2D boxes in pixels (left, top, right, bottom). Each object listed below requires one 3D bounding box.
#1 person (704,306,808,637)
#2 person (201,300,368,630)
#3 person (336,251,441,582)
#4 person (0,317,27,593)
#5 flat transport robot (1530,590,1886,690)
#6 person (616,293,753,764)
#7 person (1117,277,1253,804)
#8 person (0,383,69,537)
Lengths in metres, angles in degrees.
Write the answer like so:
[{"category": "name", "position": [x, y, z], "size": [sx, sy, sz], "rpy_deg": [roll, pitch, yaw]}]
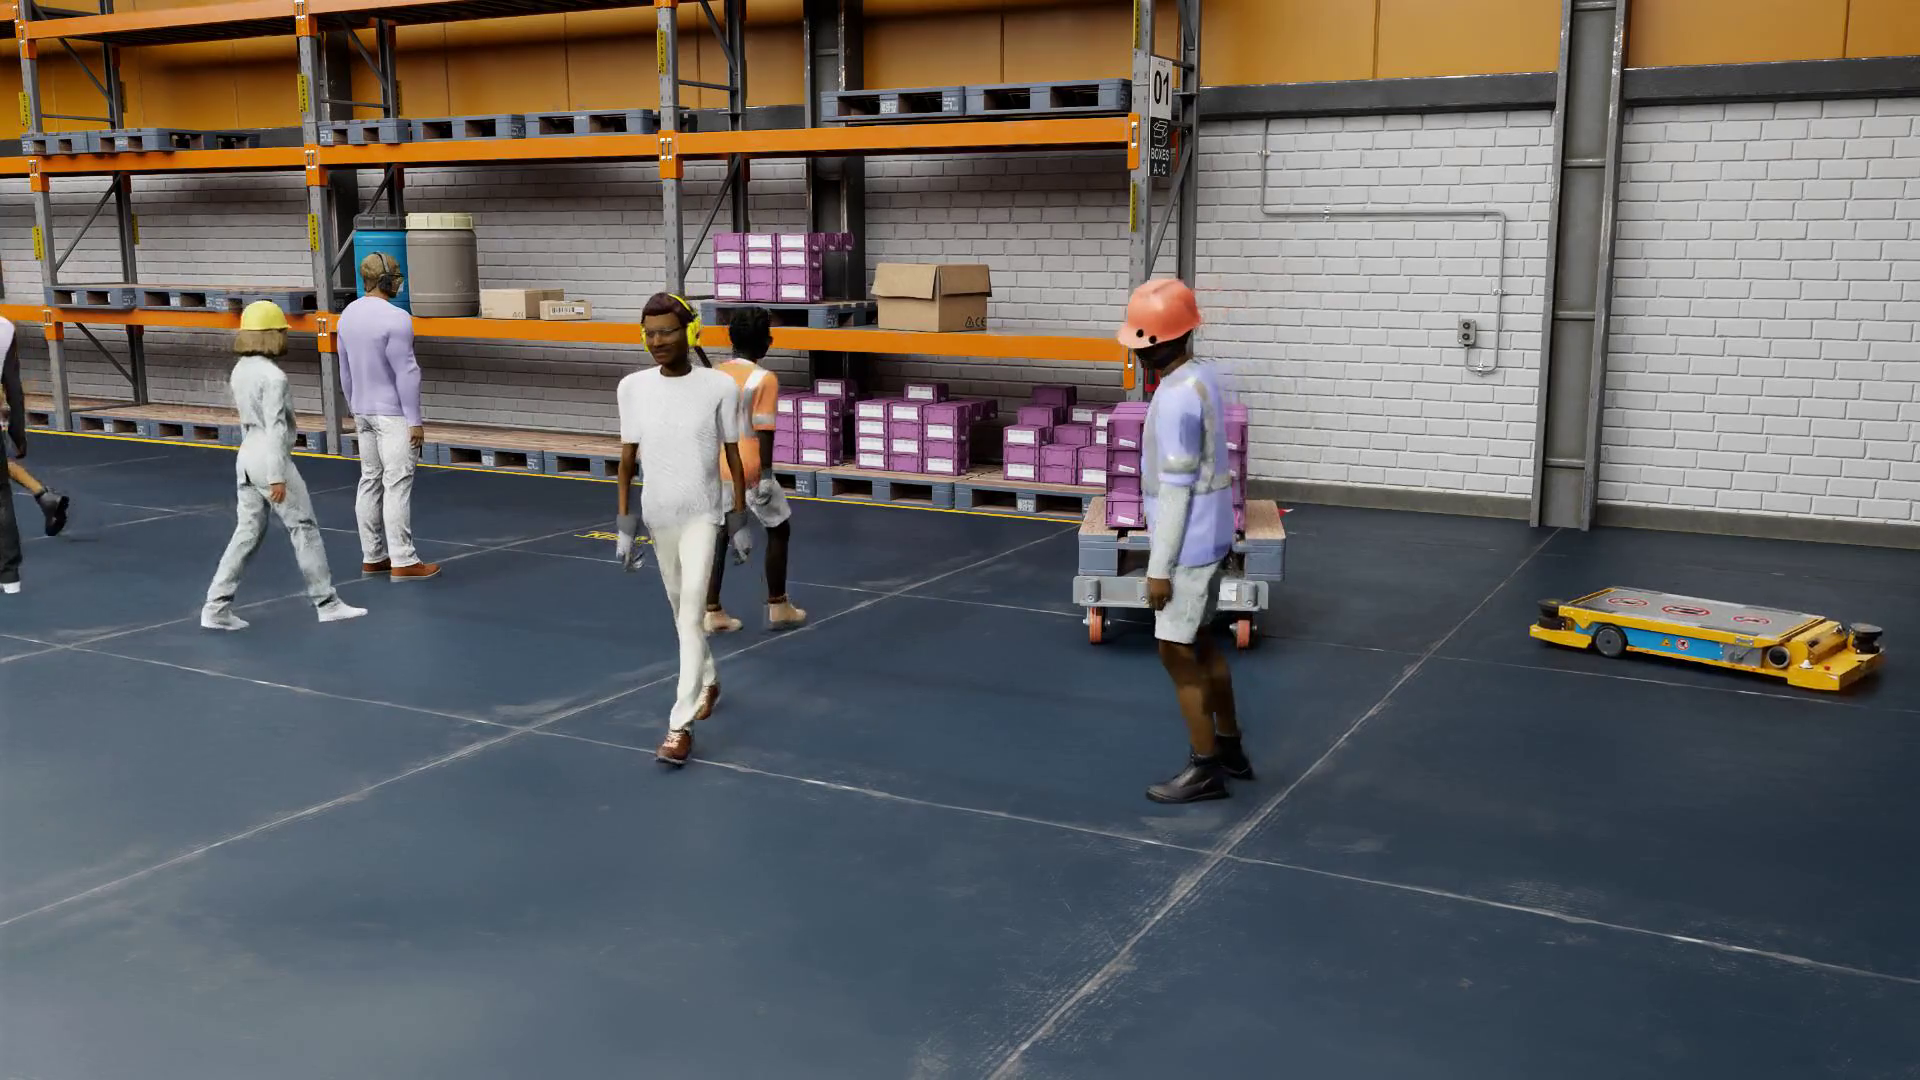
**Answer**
[{"category": "person", "position": [-1.058, -0.349, 8.496], "size": [0.557, 1.669, 0.671], "rpy_deg": [8, 13, 38]}, {"category": "person", "position": [-3.566, -0.379, 8.582], "size": [0.499, 1.708, 0.811], "rpy_deg": [9, 14, 41]}, {"category": "person", "position": [-3.378, -0.720, 9.800], "size": [0.635, 1.938, 0.360], "rpy_deg": [7, 13, 35]}, {"category": "person", "position": [-5.550, -0.615, 9.316], "size": [0.611, 1.906, 0.411], "rpy_deg": [-10, 14, -43]}, {"category": "flat transport robot", "position": [3.570, 0.444, 7.995], "size": [1.431, 0.197, 0.652], "rpy_deg": [10, 14, 43]}, {"category": "person", "position": [-1.115, -0.079, 6.651], "size": [0.503, 1.811, 1.022], "rpy_deg": [1, 10, 8]}, {"category": "person", "position": [0.817, 0.009, 5.950], "size": [0.494, 1.886, 0.679], "rpy_deg": [3, 11, 16]}, {"category": "person", "position": [-6.349, -0.894, 10.833], "size": [0.771, 1.919, 0.566], "rpy_deg": [0, 10, -2]}]
